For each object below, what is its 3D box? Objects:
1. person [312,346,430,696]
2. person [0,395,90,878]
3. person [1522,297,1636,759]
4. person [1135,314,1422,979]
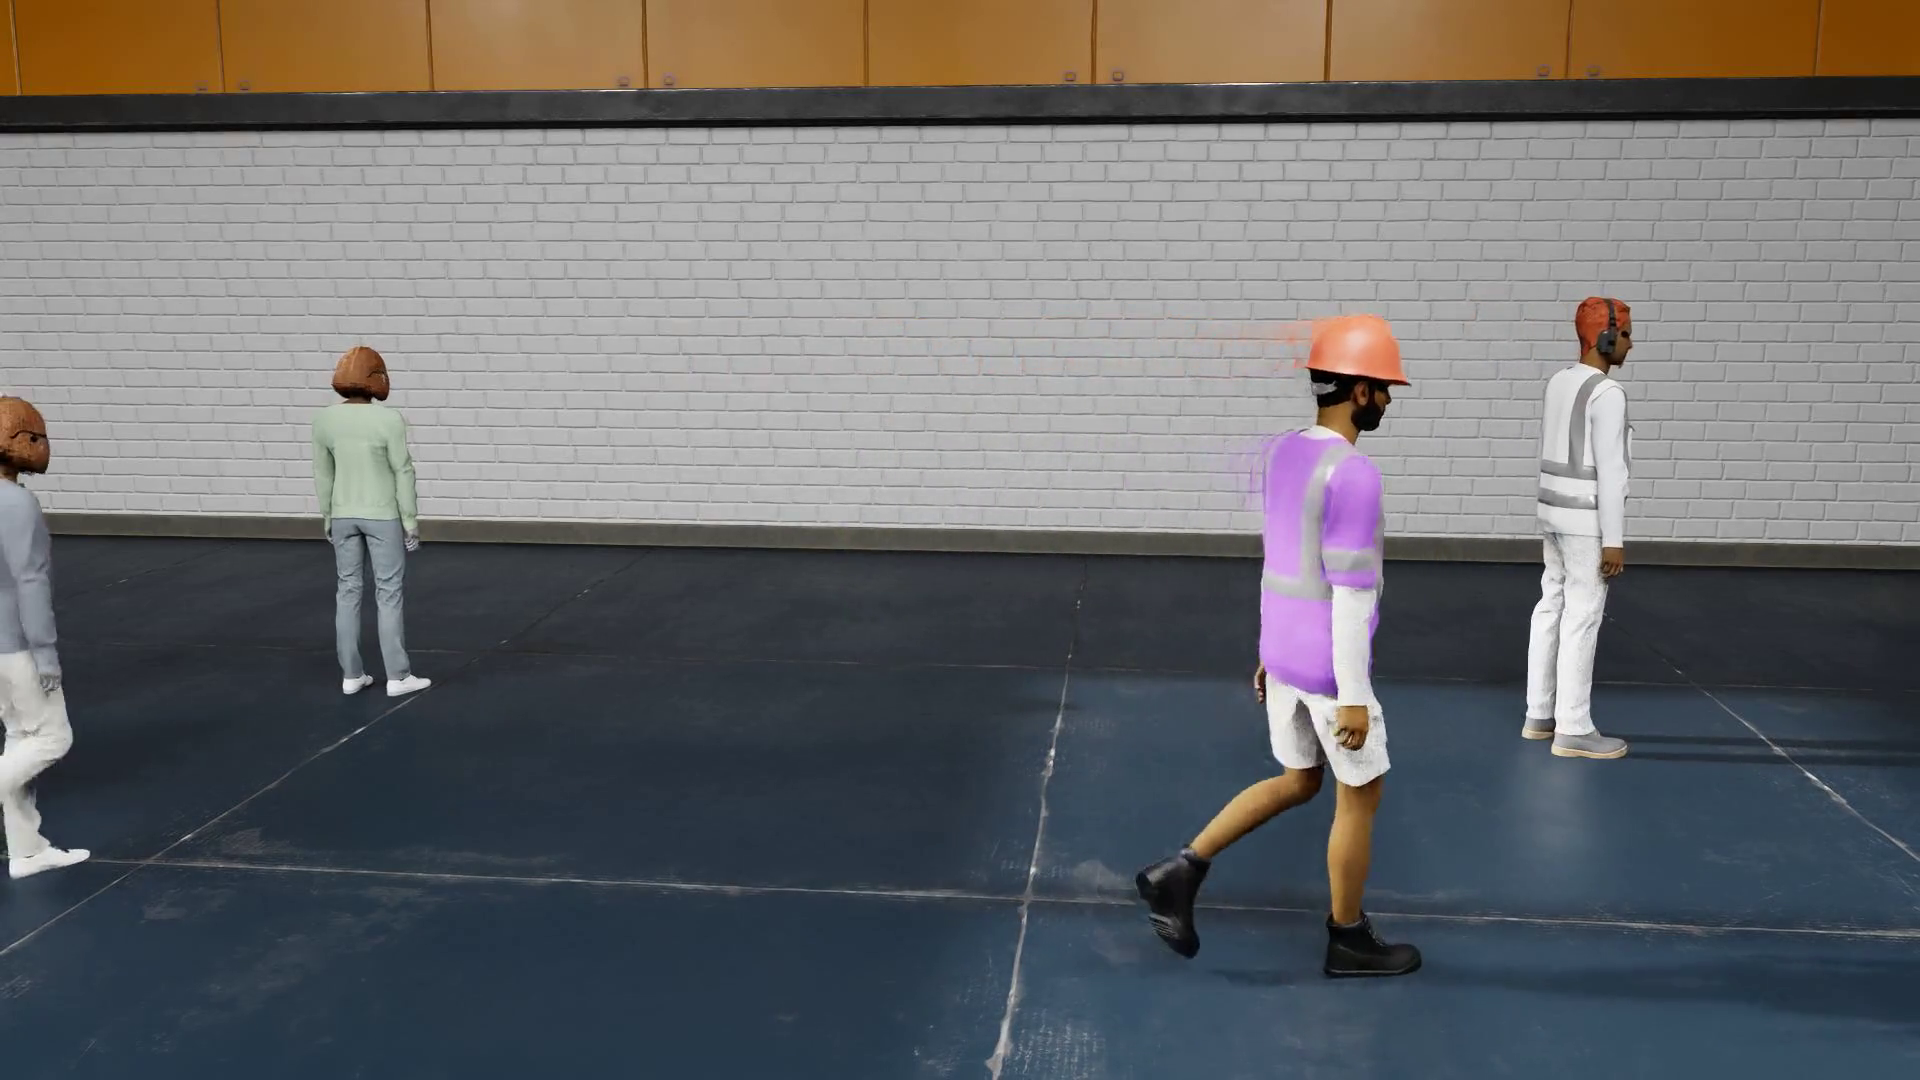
[{"bbox_3d":[-2.752,-0.083,7.752,0.519,1.633,0.276,2,10,12],"label":"person"},{"bbox_3d":[-3.123,0.347,5.345,0.540,1.613,0.477,8,13,40],"label":"person"},{"bbox_3d":[2.565,-0.053,6.862,0.337,1.883,0.584,-1,10,-6],"label":"person"},{"bbox_3d":[0.930,0.326,4.646,0.757,1.909,0.542,-2,10,-13],"label":"person"}]
